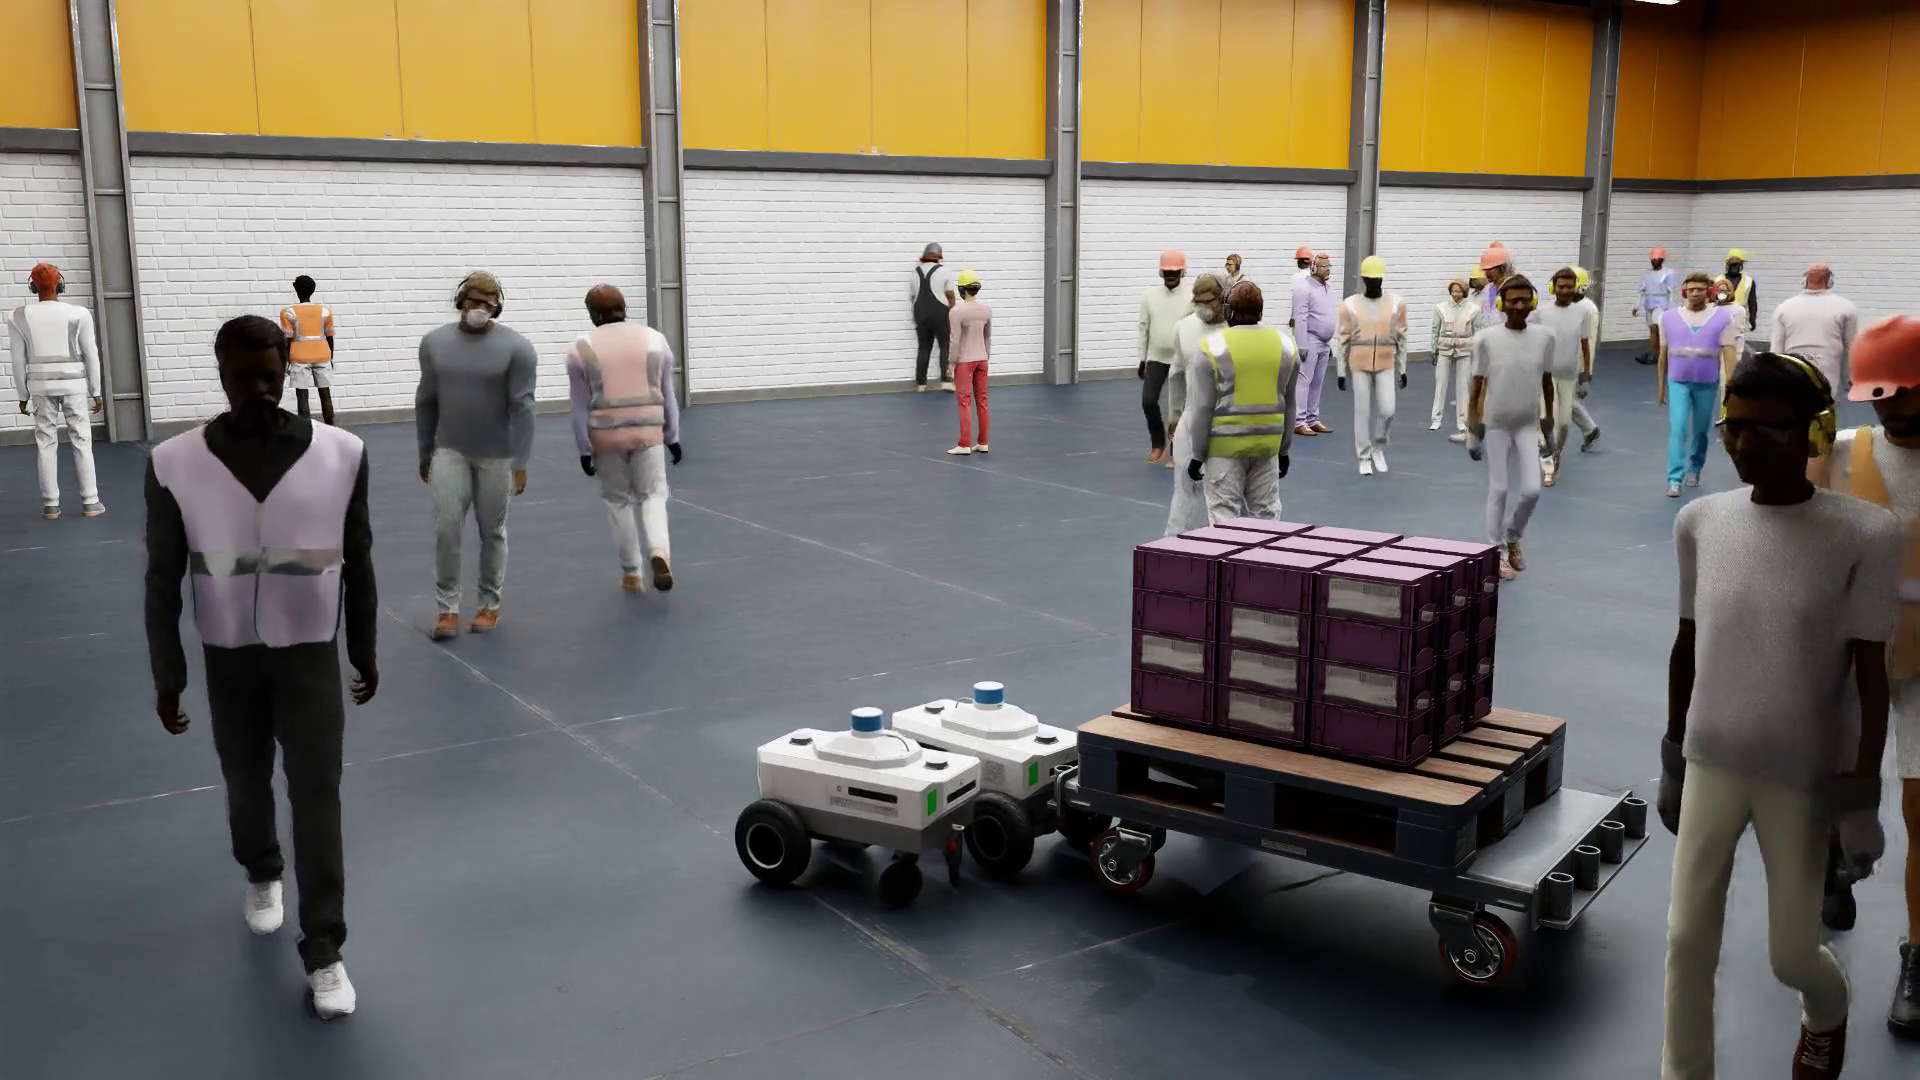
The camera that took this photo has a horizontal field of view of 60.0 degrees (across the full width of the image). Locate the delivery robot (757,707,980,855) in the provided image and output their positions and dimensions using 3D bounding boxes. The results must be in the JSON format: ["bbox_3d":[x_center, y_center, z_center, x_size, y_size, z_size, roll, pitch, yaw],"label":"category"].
[{"bbox_3d":[-0.297,0.786,5.380,0.707,0.478,0.477,6,12,29],"label":"delivery robot"}]

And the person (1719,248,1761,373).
[{"bbox_3d":[11.832,-3.480,25.305,0.638,1.913,0.607,6,12,30],"label":"person"}]

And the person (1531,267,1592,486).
[{"bbox_3d":[5.080,-1.400,14.141,0.521,1.837,0.809,3,11,14],"label":"person"}]

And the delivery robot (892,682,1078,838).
[{"bbox_3d":[0.097,0.729,5.694,0.707,0.478,0.477,10,14,43],"label":"delivery robot"}]

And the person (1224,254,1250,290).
[{"bbox_3d":[3.857,-3.092,23.387,0.332,1.842,0.505,-6,12,-31],"label":"person"}]

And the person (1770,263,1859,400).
[{"bbox_3d":[7.199,-1.396,14.052,0.645,1.862,0.985,9,14,41],"label":"person"}]

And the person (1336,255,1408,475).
[{"bbox_3d":[3.595,-1.512,14.503,0.628,1.910,0.419,1,10,7],"label":"person"}]

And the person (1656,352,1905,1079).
[{"bbox_3d":[1.803,0.504,3.671,0.759,1.842,0.535,-9,14,-41],"label":"person"}]

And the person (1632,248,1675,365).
[{"bbox_3d":[11.268,-3.793,27.075,0.983,1.886,0.554,-7,12,-33],"label":"person"}]

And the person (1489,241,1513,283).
[{"bbox_3d":[8.823,-3.918,27.469,0.612,1.997,0.376,-3,11,-17],"label":"person"}]

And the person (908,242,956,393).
[{"bbox_3d":[-0.330,-2.979,22.202,0.874,2.000,0.642,5,12,27],"label":"person"}]

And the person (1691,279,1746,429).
[{"bbox_3d":[8.248,-2.018,18.084,0.506,1.628,0.276,8,13,39],"label":"person"}]

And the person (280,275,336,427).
[{"bbox_3d":[-6.513,-1.794,16.650,0.536,1.696,0.318,-8,13,-38],"label":"person"}]

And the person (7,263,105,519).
[{"bbox_3d":[-6.672,-1.097,12.314,0.575,1.885,0.355,-4,11,-21],"label":"person"}]

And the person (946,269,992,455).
[{"bbox_3d":[0.085,-1.691,15.901,0.525,1.769,0.310,-9,14,-42],"label":"person"}]

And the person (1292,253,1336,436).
[{"bbox_3d":[3.753,-2.058,17.517,0.403,1.911,0.637,9,14,40],"label":"person"}]

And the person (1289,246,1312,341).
[{"bbox_3d":[4.995,-3.301,24.255,0.551,1.934,0.373,-8,13,-37],"label":"person"}]

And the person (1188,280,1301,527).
[{"bbox_3d":[1.526,-0.485,9.080,0.625,1.843,0.430,-3,11,-16],"label":"person"}]

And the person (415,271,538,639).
[{"bbox_3d":[-2.489,-0.427,8.592,0.665,1.901,0.626,0,10,0],"label":"person"}]

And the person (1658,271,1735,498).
[{"bbox_3d":[5.978,-1.280,13.542,0.583,1.812,0.909,5,11,25],"label":"person"}]

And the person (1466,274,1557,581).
[{"bbox_3d":[3.340,-0.672,10.052,0.563,1.853,0.390,1,10,4],"label":"person"}]

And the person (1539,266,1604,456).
[{"bbox_3d":[5.828,-1.699,15.827,0.798,1.807,0.603,-1,10,-6],"label":"person"}]

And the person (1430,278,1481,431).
[{"bbox_3d":[5.321,-1.989,17.878,0.515,1.639,0.314,3,11,18],"label":"person"}]

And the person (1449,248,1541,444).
[{"bbox_3d":[5.510,-1.947,16.757,1.081,1.978,0.658,-4,11,-20],"label":"person"}]

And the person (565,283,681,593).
[{"bbox_3d":[-1.917,-0.559,9.545,0.654,1.815,0.592,-4,11,-21],"label":"person"}]

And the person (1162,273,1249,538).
[{"bbox_3d":[1.547,-0.736,10.424,0.704,1.852,1.060,8,13,37],"label":"person"}]

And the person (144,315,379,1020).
[{"bbox_3d":[-1.957,0.310,4.700,0.601,1.876,0.981,-4,11,-19],"label":"person"}]

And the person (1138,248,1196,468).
[{"bbox_3d":[1.892,-1.619,14.918,0.641,1.972,0.463,4,11,21],"label":"person"}]

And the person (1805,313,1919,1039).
[{"bbox_3d":[2.591,0.309,4.627,0.544,1.891,0.903,6,12,30],"label":"person"}]

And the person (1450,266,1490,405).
[{"bbox_3d":[6.301,-2.485,20.380,0.601,1.722,0.493,-5,11,-25],"label":"person"}]

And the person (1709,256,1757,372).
[{"bbox_3d":[11.159,-3.200,24.071,0.635,1.808,0.916,3,11,14],"label":"person"}]
